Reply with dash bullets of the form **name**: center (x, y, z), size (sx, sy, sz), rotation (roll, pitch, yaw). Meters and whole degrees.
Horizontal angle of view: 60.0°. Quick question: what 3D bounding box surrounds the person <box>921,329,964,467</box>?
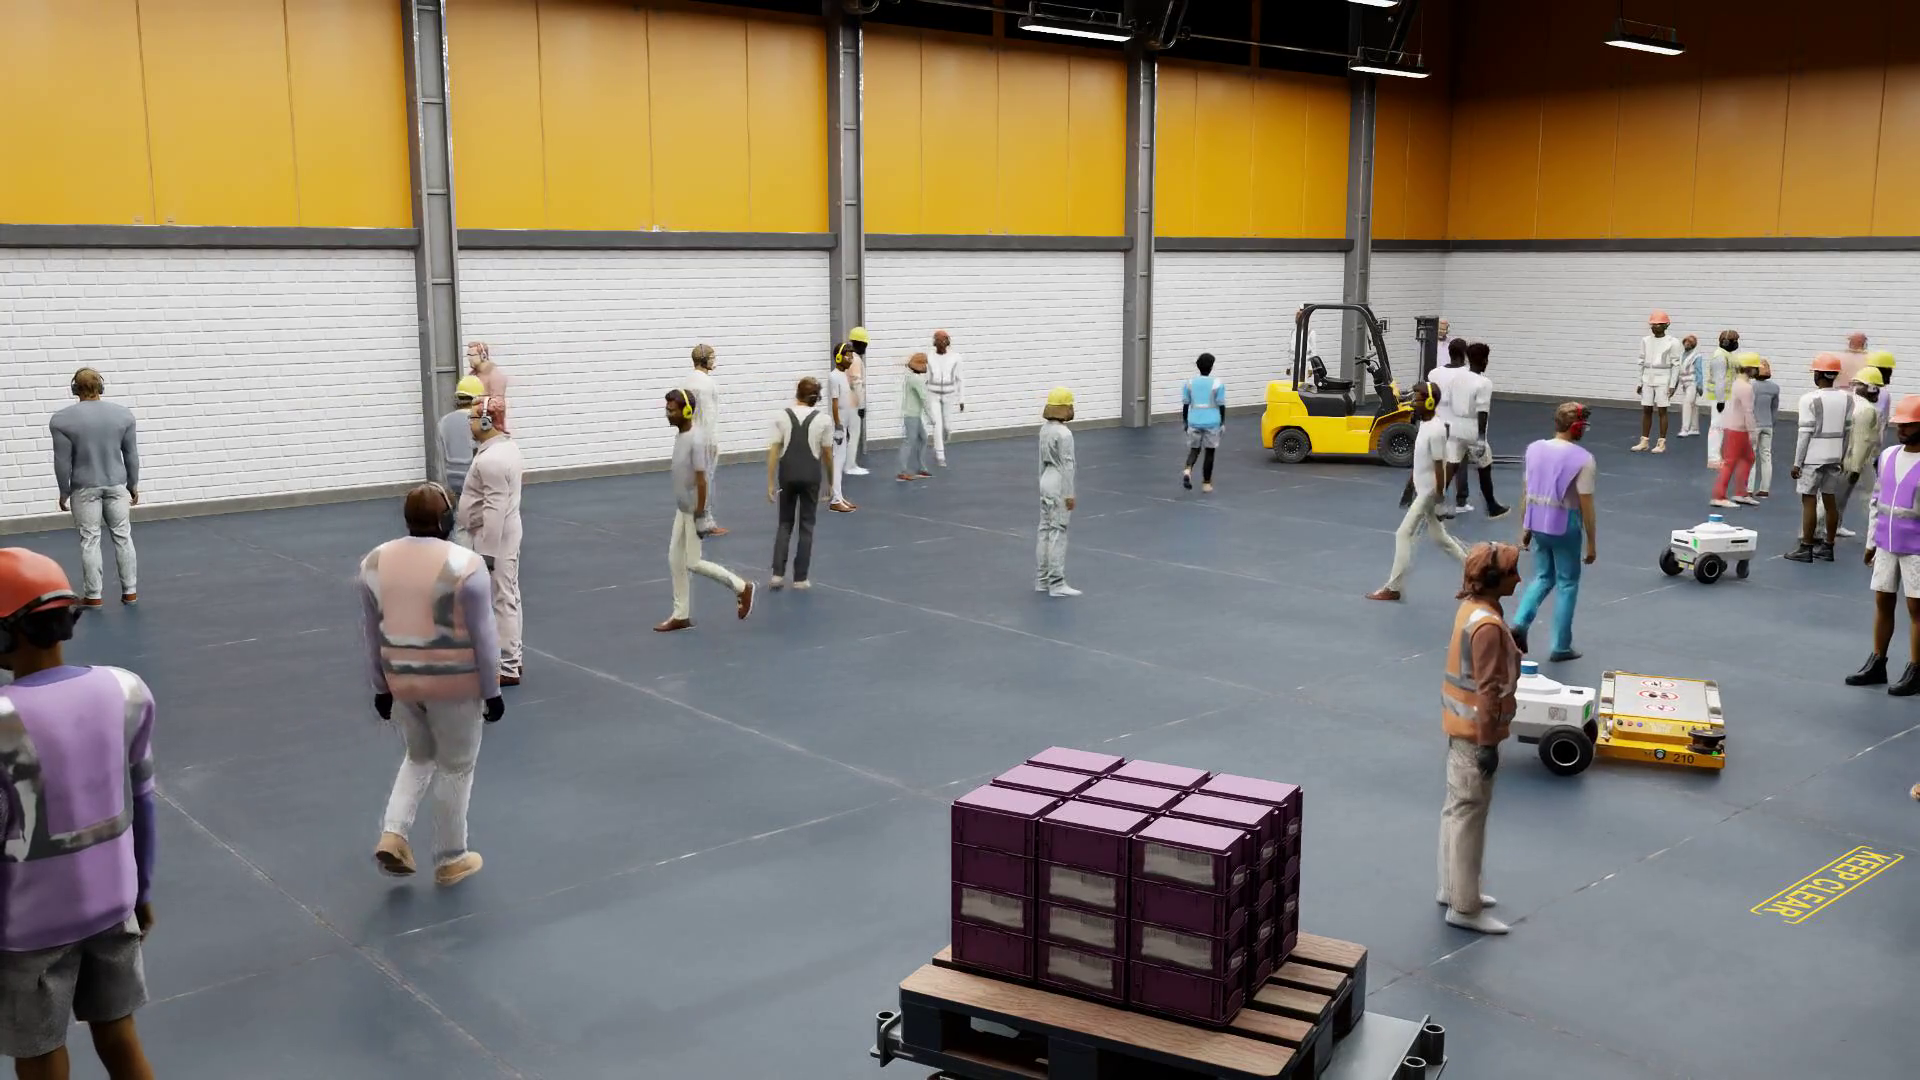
- **person**: center (-0.258, -1.934, 22.490), size (0.593, 1.857, 0.734), rotation (-1, 10, -7)

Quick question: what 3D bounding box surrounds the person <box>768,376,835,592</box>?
- **person**: center (-1.328, -0.472, 14.028), size (0.532, 1.804, 0.488), rotation (0, 10, 3)

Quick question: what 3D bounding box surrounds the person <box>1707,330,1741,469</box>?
- **person**: center (10.166, -1.872, 22.133), size (0.429, 1.840, 0.636), rotation (5, 11, 29)

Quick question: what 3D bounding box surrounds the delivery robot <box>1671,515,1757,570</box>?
- **delivery robot**: center (6.589, 0.022, 14.525), size (0.707, 0.478, 0.477), rotation (-3, 10, -17)

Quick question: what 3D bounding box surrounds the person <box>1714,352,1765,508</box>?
- **person**: center (8.786, -1.217, 18.556), size (0.645, 1.742, 0.554), rotation (2, 10, 14)

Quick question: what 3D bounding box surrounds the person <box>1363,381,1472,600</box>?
- **person**: center (3.861, -0.389, 13.541), size (0.972, 1.828, 0.518), rotation (2, 10, 12)

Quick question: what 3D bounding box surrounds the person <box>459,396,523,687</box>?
- **person**: center (-3.068, 0.011, 10.913), size (0.409, 1.909, 0.641), rotation (-1, 10, -8)

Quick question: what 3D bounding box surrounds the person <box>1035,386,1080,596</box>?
- **person**: center (0.822, -0.408, 13.844), size (0.321, 1.743, 0.492), rotation (-4, 10, -20)

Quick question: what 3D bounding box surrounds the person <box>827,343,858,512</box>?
- **person**: center (-1.305, -1.244, 18.389), size (0.328, 1.865, 0.520), rotation (1, 10, 4)

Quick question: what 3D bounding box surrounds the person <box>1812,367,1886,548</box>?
- **person**: center (8.622, -0.771, 15.902), size (0.955, 1.767, 0.602), rotation (0, 10, 2)

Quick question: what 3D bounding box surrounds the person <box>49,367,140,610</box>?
- **person**: center (-6.888, -0.411, 13.291), size (0.630, 1.940, 0.372), rotation (-8, 13, -40)

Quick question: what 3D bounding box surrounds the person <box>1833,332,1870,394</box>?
- **person**: center (11.338, -1.717, 21.204), size (0.663, 1.847, 1.018), rotation (6, 12, 33)

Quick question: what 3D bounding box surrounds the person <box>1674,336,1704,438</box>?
- **person**: center (11.398, -2.394, 25.953), size (0.651, 1.585, 0.559), rotation (-2, 10, -9)

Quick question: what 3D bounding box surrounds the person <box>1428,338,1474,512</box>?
- **person**: center (5.444, -1.261, 18.324), size (0.593, 1.920, 0.335), rotation (6, 11, 32)

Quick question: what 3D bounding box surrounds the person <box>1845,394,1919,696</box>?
- **person**: center (6.070, 0.031, 10.700), size (0.365, 1.939, 0.542), rotation (-4, 11, -23)

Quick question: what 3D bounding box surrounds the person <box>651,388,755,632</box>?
- **person**: center (-1.953, -0.227, 12.496), size (0.712, 1.845, 0.525), rotation (-5, 11, -29)

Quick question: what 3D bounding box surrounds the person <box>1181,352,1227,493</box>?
- **person**: center (2.874, -1.371, 19.663), size (0.539, 1.683, 0.444), rotation (5, 11, 27)

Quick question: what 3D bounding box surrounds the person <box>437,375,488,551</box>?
- **person**: center (-4.086, -0.478, 14.037), size (0.621, 1.811, 0.485), rotation (4, 10, 22)

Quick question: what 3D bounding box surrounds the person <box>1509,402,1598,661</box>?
- **person**: center (4.127, -0.047, 11.488), size (0.520, 1.821, 0.593), rotation (-5, 11, -28)

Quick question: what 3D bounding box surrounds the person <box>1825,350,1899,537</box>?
- **person**: center (9.160, -0.949, 16.597), size (0.954, 1.876, 0.612), rotation (0, 10, -1)

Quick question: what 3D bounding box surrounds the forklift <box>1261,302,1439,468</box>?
- **forklift**: center (5.320, -2.157, 22.763), size (2.313, 2.155, 1.214), rotation (3, 10, 16)

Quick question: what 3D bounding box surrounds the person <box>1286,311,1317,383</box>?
- **person**: center (5.796, -2.954, 28.339), size (0.346, 1.882, 0.584), rotation (-7, 12, -37)

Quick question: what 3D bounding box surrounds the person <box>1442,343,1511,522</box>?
- **person**: center (5.419, -1.135, 17.612), size (1.029, 1.913, 0.622), rotation (-5, 11, -26)

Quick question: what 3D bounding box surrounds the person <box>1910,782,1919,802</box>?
- **person**: center (5.153, 0.461, 8.137), size (0.599, 1.961, 0.848), rotation (-8, 12, -38)

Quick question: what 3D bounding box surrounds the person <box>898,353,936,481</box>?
- **person**: center (-0.502, -1.539, 20.859), size (0.658, 1.607, 0.505), rotation (-2, 10, -11)

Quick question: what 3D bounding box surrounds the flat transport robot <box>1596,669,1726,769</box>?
- **flat transport robot**: center (4.106, 1.024, 9.765), size (0.652, 0.197, 1.431), rotation (4, 10, 22)

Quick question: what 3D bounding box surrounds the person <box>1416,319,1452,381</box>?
- **person**: center (7.002, -2.286, 24.380), size (0.636, 1.903, 0.405), rotation (-2, 10, -11)

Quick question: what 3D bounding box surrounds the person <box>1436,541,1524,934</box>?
- **person**: center (2.182, 0.813, 7.002), size (0.312, 1.637, 0.521), rotation (2, 10, 9)

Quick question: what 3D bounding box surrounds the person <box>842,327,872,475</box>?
- **person**: center (-1.337, -1.793, 21.475), size (0.422, 1.914, 0.593), rotation (-2, 10, -10)

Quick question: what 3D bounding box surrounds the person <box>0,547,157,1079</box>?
- **person**: center (-2.512, 1.026, 4.620), size (0.410, 2.032, 0.608), rotation (4, 11, 23)

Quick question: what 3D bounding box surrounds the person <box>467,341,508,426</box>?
- **person**: center (-5.167, -1.201, 18.018), size (0.661, 1.900, 0.434), rotation (8, 13, 39)

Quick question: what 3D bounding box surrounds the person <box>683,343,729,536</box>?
- **person**: center (-2.594, -1.011, 16.801), size (0.370, 1.941, 0.627), rotation (-5, 11, -26)

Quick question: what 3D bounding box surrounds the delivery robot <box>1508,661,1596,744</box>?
- **delivery robot**: center (3.155, 0.920, 9.271), size (0.707, 0.478, 0.477), rotation (4, 11, 24)

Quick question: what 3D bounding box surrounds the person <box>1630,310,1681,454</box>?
- **person**: center (9.943, -2.251, 23.757), size (0.395, 2.044, 0.609), rotation (-7, 12, -34)

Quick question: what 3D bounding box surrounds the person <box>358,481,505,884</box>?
- **person**: center (-2.336, 0.652, 7.418), size (0.625, 1.830, 0.461), rotation (3, 10, 17)

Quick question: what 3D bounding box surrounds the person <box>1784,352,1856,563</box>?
- **person**: center (7.903, -0.755, 15.304), size (0.544, 1.939, 0.354), rotation (-2, 10, -14)

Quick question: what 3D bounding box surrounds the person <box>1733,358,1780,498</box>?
- **person**: center (9.253, -1.290, 19.327), size (0.500, 1.634, 0.286), rotation (-2, 10, -10)
